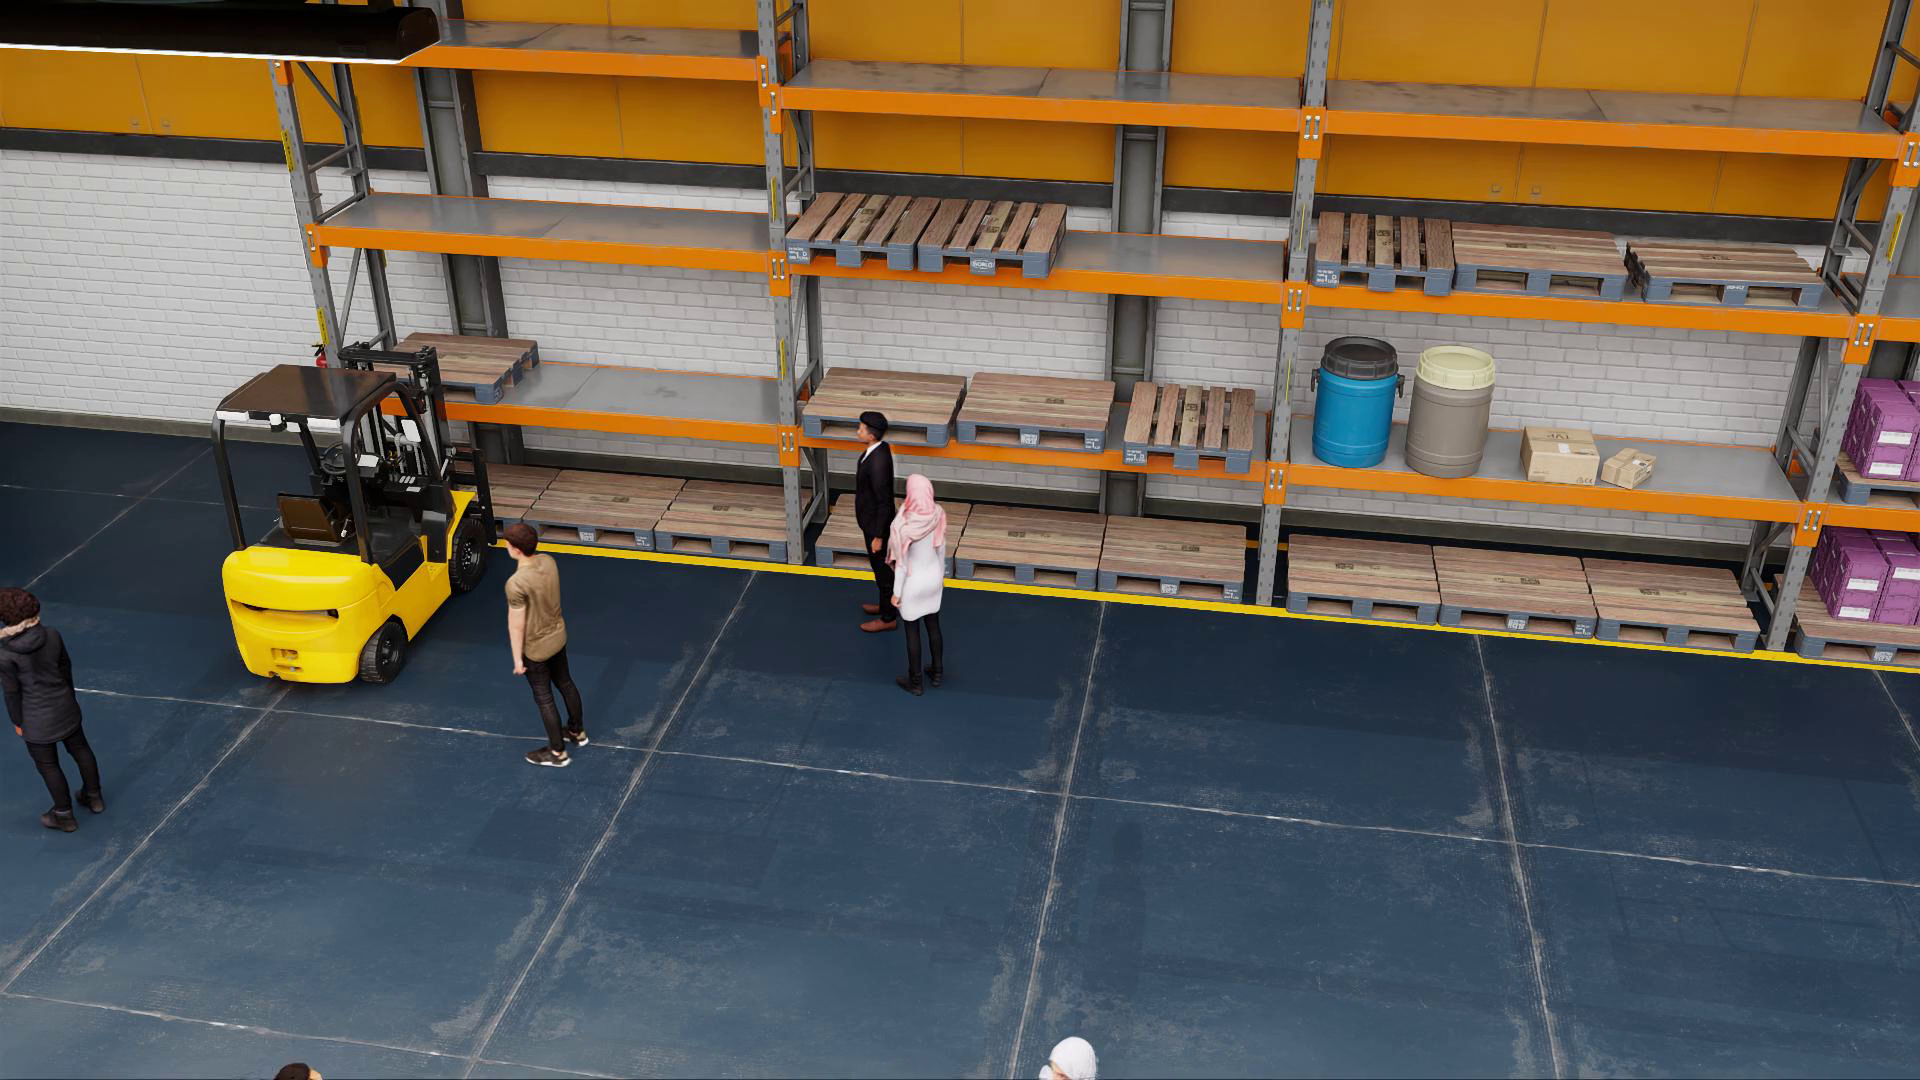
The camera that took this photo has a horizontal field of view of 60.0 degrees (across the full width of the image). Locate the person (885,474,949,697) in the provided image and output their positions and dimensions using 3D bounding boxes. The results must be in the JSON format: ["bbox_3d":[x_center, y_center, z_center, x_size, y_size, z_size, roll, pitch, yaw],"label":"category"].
[{"bbox_3d":[-0.295,0.324,12.288,0.736,1.803,0.796,-18,34,-30],"label":"person"}]

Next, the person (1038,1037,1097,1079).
[{"bbox_3d":[0.513,2.925,7.550,0.730,1.773,0.688,-15,32,-26],"label":"person"}]

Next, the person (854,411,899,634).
[{"bbox_3d":[-0.633,-0.153,13.082,0.626,1.881,0.745,-1,29,-2],"label":"person"}]

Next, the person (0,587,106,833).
[{"bbox_3d":[-5.975,1.103,10.889,0.665,1.774,0.678,13,31,23],"label":"person"}]

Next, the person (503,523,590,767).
[{"bbox_3d":[-2.890,0.709,11.538,0.613,1.846,0.689,10,30,18],"label":"person"}]
